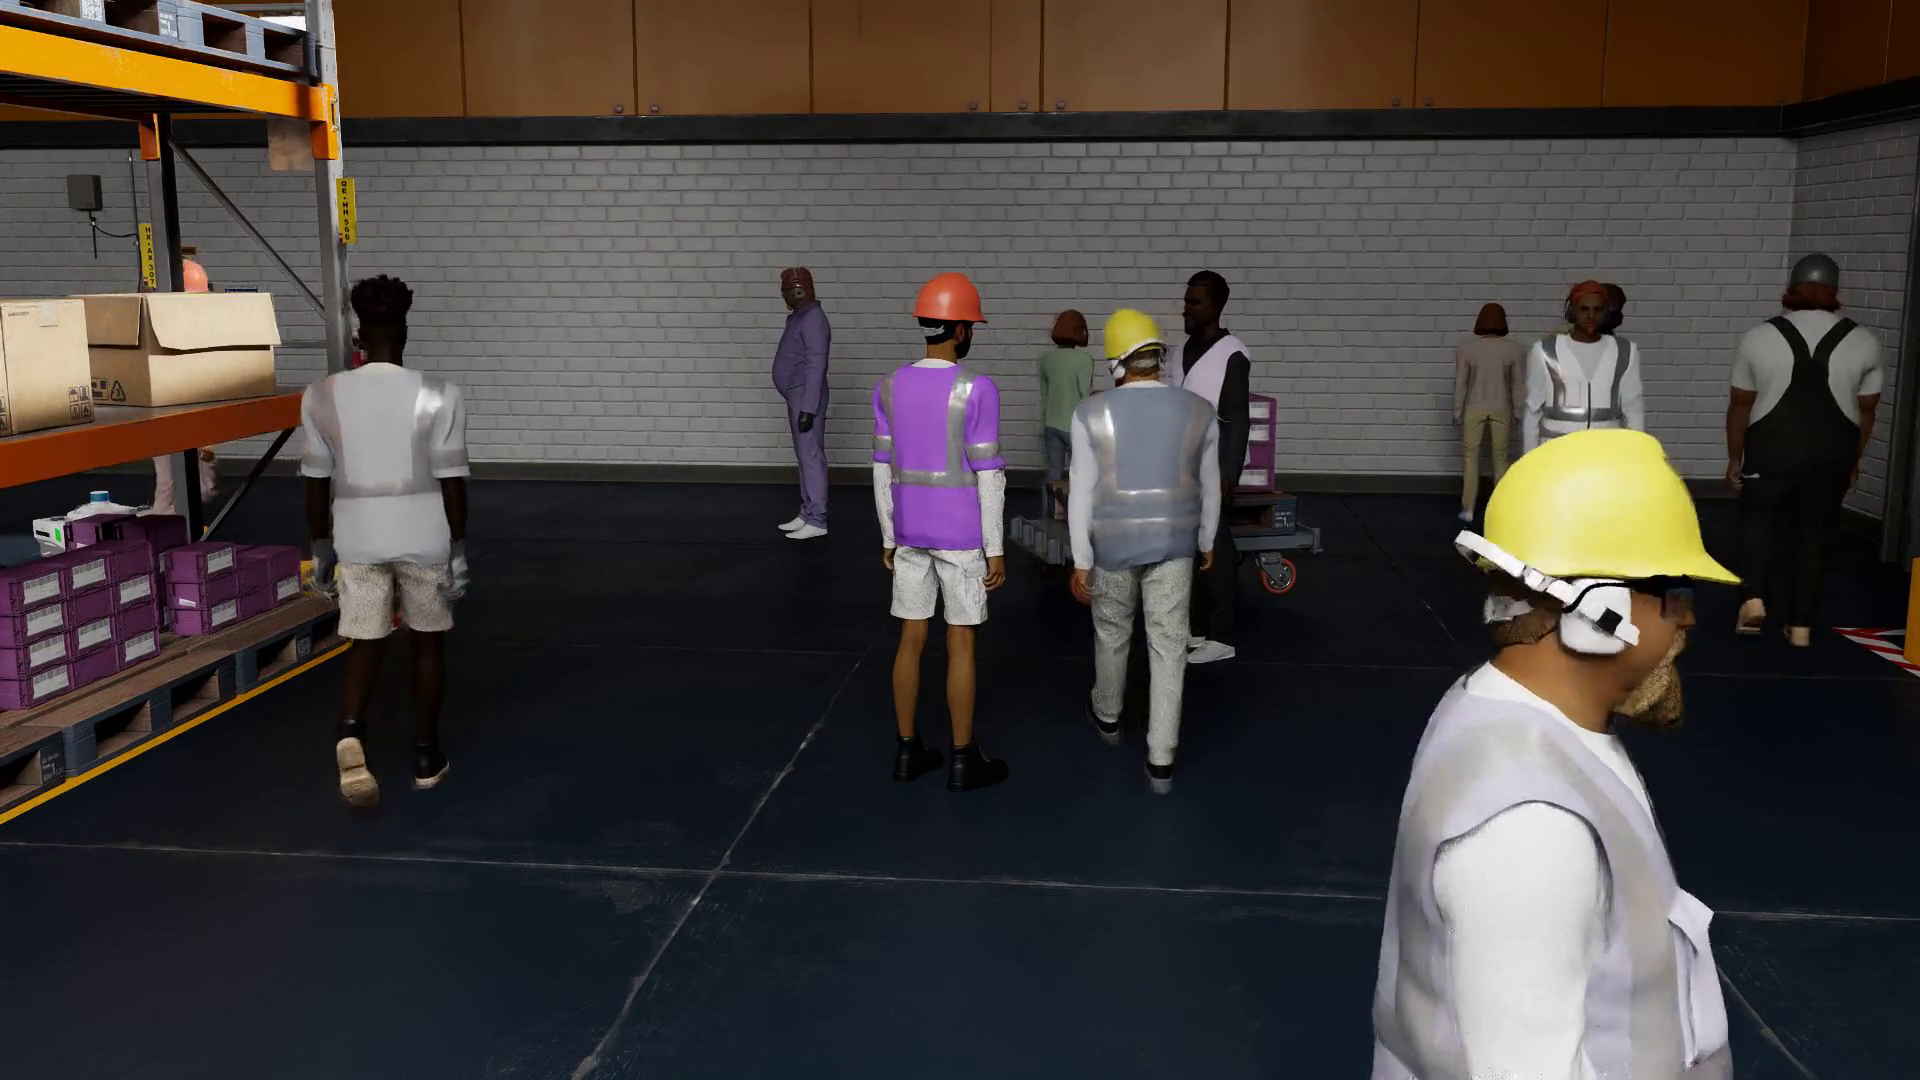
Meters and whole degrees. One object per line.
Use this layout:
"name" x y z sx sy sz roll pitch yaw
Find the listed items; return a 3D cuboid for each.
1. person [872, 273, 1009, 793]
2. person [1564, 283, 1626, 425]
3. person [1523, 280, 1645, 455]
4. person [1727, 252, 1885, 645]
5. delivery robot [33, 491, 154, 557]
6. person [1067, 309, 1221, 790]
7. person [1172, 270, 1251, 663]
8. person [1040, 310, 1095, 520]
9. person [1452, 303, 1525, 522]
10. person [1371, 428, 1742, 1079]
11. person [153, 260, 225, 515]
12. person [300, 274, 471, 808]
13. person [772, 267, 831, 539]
"person" -0.055 -0.027 6.266 0.551 1.934 0.373 6 12 33
"person" 3.952 -0.700 10.456 0.647 1.820 0.430 -10 14 -44
"person" 3.325 -0.434 8.837 0.589 1.855 0.780 1 10 5
"person" 4.260 -0.462 8.454 0.696 2.000 0.555 4 11 20
"delivery robot" -5.214 -0.055 10.111 0.477 0.478 0.707 8 12 37
"person" 0.703 0.004 6.498 0.614 1.784 0.908 0 10 -2
"person" 1.214 -0.362 8.229 0.387 1.921 0.594 -4 11 -23
"person" 0.796 -0.740 11.235 0.655 1.609 0.528 -9 13 -42
"person" 3.922 -0.940 12.363 0.507 1.630 0.268 2 10 13
"person" 0.692 0.786 1.991 0.404 1.808 0.684 4 11 19
"person" -4.685 -0.671 9.863 0.695 1.962 0.568 6 12 31
"person" -2.077 0.016 6.028 0.603 1.943 0.751 -1 10 -4
"person" -1.115 -0.961 11.717 0.406 1.902 0.639 -2 10 -11
